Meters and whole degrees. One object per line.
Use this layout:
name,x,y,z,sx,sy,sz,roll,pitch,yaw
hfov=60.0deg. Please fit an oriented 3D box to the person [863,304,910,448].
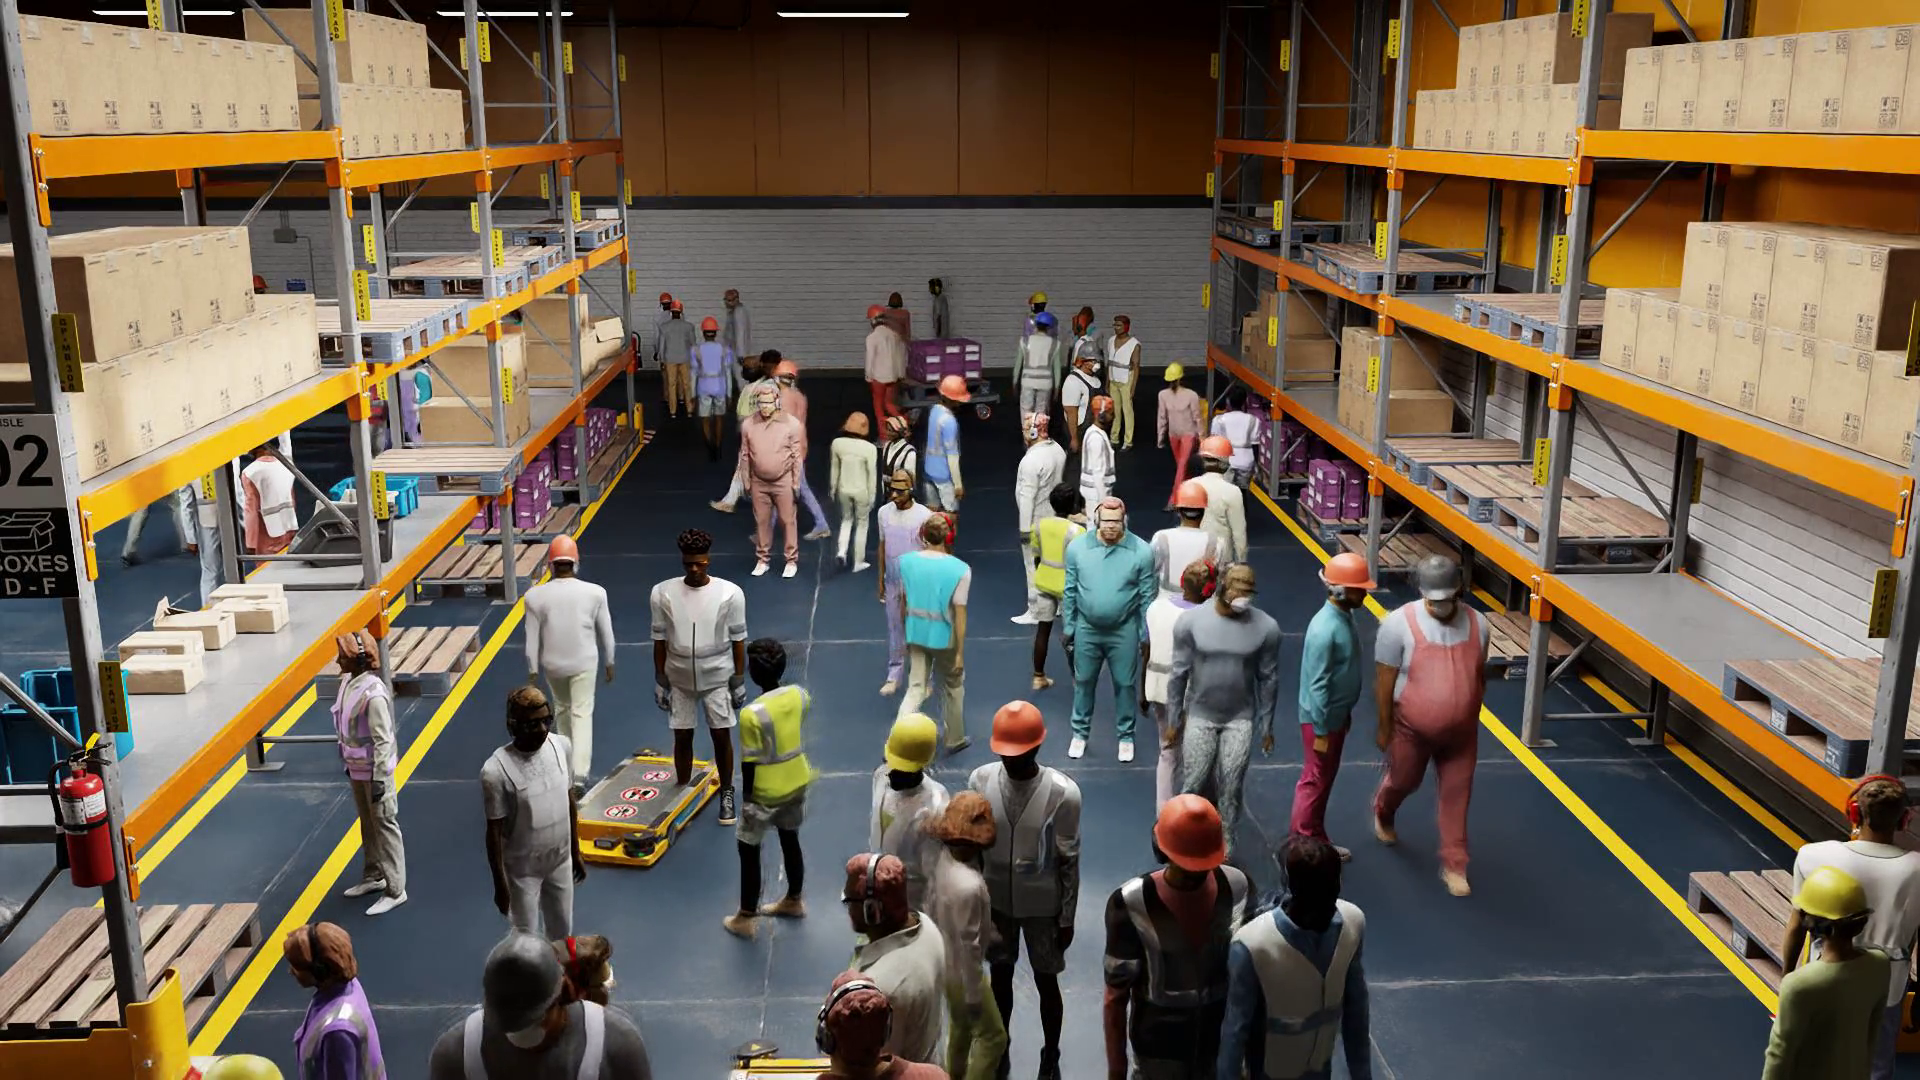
person,-1.044,-2.209,22.562,0.564,1.962,0.624,11,18,37

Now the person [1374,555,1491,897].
person,2.771,0.992,9.824,0.684,2.000,0.902,-2,14,-6

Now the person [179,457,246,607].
person,-6.439,-0.101,14.391,0.409,1.907,0.598,8,16,29

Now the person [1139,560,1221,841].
person,1.468,0.960,10.500,0.597,1.779,0.804,9,17,31

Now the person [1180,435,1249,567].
person,1.989,0.125,13.414,0.981,1.964,0.607,-9,17,-30

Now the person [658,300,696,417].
person,-4.231,-2.720,24.969,0.572,1.749,0.341,-3,15,-12

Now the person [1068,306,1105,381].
person,1.788,-2.431,23.753,0.520,1.808,0.941,4,15,13

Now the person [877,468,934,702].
person,-0.416,0.340,12.803,0.502,1.837,0.350,8,16,28

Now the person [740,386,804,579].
person,-1.840,-0.560,16.218,0.635,1.900,0.397,3,15,10

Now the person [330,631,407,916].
person,-3.346,1.300,9.414,0.308,1.641,0.514,-12,18,-39

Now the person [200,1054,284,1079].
person,-2.067,2.331,4.906,0.845,1.873,0.676,-3,15,-11

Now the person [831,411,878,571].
person,-1.051,-0.465,16.373,0.521,1.616,0.405,6,15,21

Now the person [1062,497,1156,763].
person,1.024,0.623,11.572,0.651,1.901,0.396,3,15,13

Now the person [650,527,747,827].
person,-1.640,0.864,10.503,0.599,1.958,0.373,0,14,0

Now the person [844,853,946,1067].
person,-0.270,2.030,6.050,0.399,1.897,0.652,3,15,12

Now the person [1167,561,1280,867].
person,1.540,1.056,9.805,0.646,1.935,0.392,1,14,3

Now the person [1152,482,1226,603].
person,1.637,0.512,12.034,0.545,1.887,0.975,3,15,11

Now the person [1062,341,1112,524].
person,1.422,-1.209,18.463,0.535,2.000,0.681,8,16,28

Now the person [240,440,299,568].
person,-5.860,-0.049,14.186,0.410,1.908,0.598,4,15,14

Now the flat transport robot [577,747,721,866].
flat transport robot,-2.024,1.682,10.645,0.652,0.197,1.431,3,15,12

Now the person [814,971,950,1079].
person,-0.319,2.238,5.201,0.646,1.908,0.408,-8,16,-28

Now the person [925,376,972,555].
person,-0.176,-0.628,16.297,0.498,2.001,0.667,-4,15,-17

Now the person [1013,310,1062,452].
person,1.032,-2.084,22.138,0.641,1.923,0.559,1,14,3

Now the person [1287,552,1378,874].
person,2.198,1.032,9.789,0.413,1.986,0.614,7,16,24

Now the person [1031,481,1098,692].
person,0.790,0.365,13.017,0.558,1.691,0.443,12,19,39

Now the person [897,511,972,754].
person,-0.204,0.699,11.438,0.574,1.808,0.913,8,16,27

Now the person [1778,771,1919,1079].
person,3.688,1.853,6.861,0.560,1.837,0.388,6,15,22

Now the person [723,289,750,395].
person,-3.395,-2.891,25.396,0.425,1.888,0.766,-2,14,-7

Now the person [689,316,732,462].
person,-3.223,-1.941,21.604,0.548,1.919,0.715,-3,15,-13

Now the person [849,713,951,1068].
person,-0.338,1.675,7.435,0.621,1.892,0.615,-9,17,-32

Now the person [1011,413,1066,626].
person,0.684,-0.191,14.757,0.400,1.900,0.646,8,16,29

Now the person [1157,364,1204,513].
person,2.532,-1.199,19.112,0.542,1.693,0.880,12,18,38

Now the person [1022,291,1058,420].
person,1.174,-2.714,24.627,0.586,1.921,0.385,-9,17,-31

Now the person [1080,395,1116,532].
person,1.315,-0.438,15.757,0.353,1.880,0.586,2,14,7

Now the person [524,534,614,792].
person,-2.617,0.814,11.170,0.572,1.720,0.858,-2,14,-6

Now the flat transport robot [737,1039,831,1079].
flat transport robot,-0.700,2.588,7.088,0.652,0.197,1.431,0,14,0

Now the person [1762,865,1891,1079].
person,3.191,2.053,6.219,0.525,1.762,0.340,-6,15,-21

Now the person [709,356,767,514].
person,-2.398,-1.157,18.732,0.882,1.795,0.621,-8,16,-30

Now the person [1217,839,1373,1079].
person,1.260,1.986,6.217,0.588,1.896,0.483,-10,17,-34

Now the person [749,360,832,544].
person,-1.823,-0.910,17.520,0.650,1.958,0.682,8,16,28

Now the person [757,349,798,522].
person,-2.054,-1.144,18.423,0.501,1.931,0.646,11,18,38

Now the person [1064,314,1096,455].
person,1.622,-2.068,22.173,0.368,1.878,0.584,5,15,18

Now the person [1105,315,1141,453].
person,2.186,-2.103,22.360,0.389,1.847,0.563,-12,18,-39

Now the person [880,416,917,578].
person,-0.589,-0.393,16.077,0.312,1.631,0.514,-10,17,-33

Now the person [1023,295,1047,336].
person,1.185,-2.991,26.060,0.354,1.742,0.559,6,16,24

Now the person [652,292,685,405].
person,-4.566,-2.997,26.063,0.563,1.748,0.339,-11,18,-36

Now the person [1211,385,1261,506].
person,2.916,-0.805,17.641,0.530,1.666,0.793,1,14,4

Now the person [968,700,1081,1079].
person,0.273,1.636,7.529,0.543,1.929,0.386,6,15,22

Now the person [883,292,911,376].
person,-1.050,-3.225,27.187,0.501,1.633,0.285,3,15,11

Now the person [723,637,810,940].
person,-1.043,1.350,9.134,0.383,1.685,0.542,10,18,36

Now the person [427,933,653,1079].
person,-1.293,2.158,5.248,0.702,2.000,0.769,-4,15,-14

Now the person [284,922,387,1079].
person,-2.243,2.152,6.093,0.312,1.632,0.526,-6,15,-21

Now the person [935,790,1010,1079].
person,0.079,1.861,7.251,0.415,1.624,0.506,-3,15,-12

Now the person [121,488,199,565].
person,-8.166,-0.662,16.813,0.556,1.798,0.956,4,15,15

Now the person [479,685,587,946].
person,-2.030,1.566,7.987,0.355,1.842,0.509,11,18,37

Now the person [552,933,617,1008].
person,-1.345,2.181,5.572,0.557,1.833,0.573,-7,16,-25

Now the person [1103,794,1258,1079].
person,0.845,1.899,6.300,0.617,2.028,0.410,-4,15,-14
